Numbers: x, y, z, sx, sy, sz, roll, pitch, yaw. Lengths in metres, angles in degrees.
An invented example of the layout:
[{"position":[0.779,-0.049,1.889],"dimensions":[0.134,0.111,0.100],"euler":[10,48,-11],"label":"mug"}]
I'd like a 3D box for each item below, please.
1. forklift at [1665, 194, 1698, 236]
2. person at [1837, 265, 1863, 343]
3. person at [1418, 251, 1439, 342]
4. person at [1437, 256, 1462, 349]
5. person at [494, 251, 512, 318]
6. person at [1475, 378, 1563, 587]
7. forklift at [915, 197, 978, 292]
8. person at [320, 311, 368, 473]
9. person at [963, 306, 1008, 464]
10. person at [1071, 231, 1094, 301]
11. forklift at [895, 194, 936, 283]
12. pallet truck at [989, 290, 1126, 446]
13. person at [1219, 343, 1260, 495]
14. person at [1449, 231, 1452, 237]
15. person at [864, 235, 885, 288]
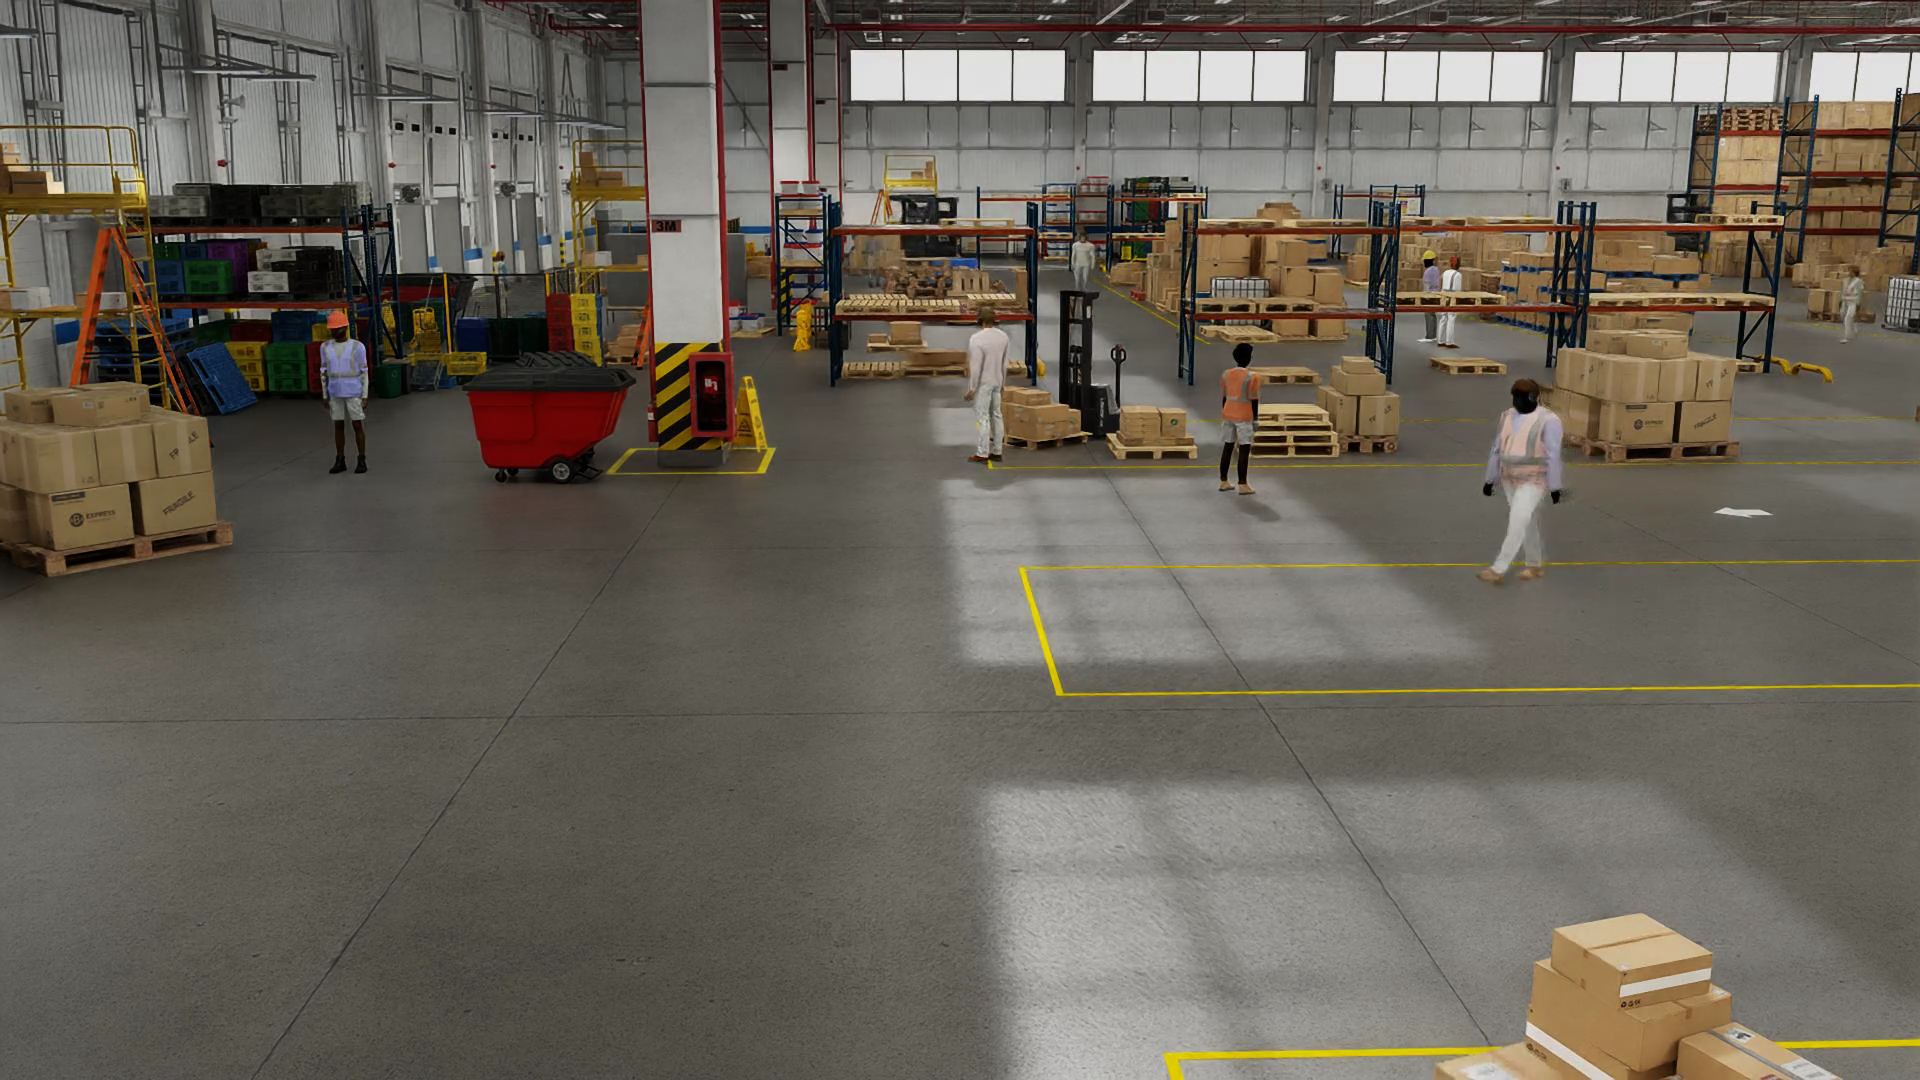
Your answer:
[{"position":[24.136,-10.216,55.846],"dimensions":[1.129,2.768,1.873],"euler":[0,12,-2],"label":"forklift"},{"position":[18.724,-4.951,34.929],"dimensions":[0.435,1.624,0.532],"euler":[-4,13,-16],"label":"person"},{"position":[9.895,-5.136,35.114],"dimensions":[0.408,1.918,0.584],"euler":[8,15,31],"label":"person"},{"position":[9.968,-4.820,33.782],"dimensions":[0.355,1.876,0.574],"euler":[-4,13,-19],"label":"person"},{"position":[-11.268,-6.263,40.849],"dimensions":[0.323,1.631,0.523],"euler":[-10,16,-39],"label":"person"},{"position":[4.796,-0.493,14.407],"dimensions":[0.938,1.795,0.653],"euler":[-6,14,-26],"label":"person"},{"position":[-0.460,-8.527,48.220],"dimensions":[1.873,2.768,1.129],"euler":[12,17,43],"label":"forklift"},{"position":[-7.304,-1.742,19.733],"dimensions":[0.550,1.935,0.375],"euler":[0,12,0],"label":"person"},{"position":[0.321,-1.899,20.444],"dimensions":[0.385,1.935,0.663],"euler":[11,16,40],"label":"person"},{"position":[3.398,-7.591,46.186],"dimensions":[0.633,1.937,0.499],"euler":[2,13,9],"label":"person"},{"position":[-1.215,-9.773,53.845],"dimensions":[1.129,2.768,1.873],"euler":[10,16,38],"label":"forklift"},{"position":[1.257,-2.299,22.111],"dimensions":[1.885,1.965,0.823],"euler":[-9,15,-35],"label":"pallet truck"},{"position":[3.116,-1.352,18.545],"dimensions":[0.321,1.694,0.535],"euler":[-10,16,-38],"label":"person"},{"position":[17.398,-10.366,58.844],"dimensions":[0.998,1.867,0.580],"euler":[5,14,23],"label":"person"},{"position":[-2.641,-8.767,51.583],"dimensions":[0.644,1.896,1.015],"euler":[1,13,3],"label":"person"}]
